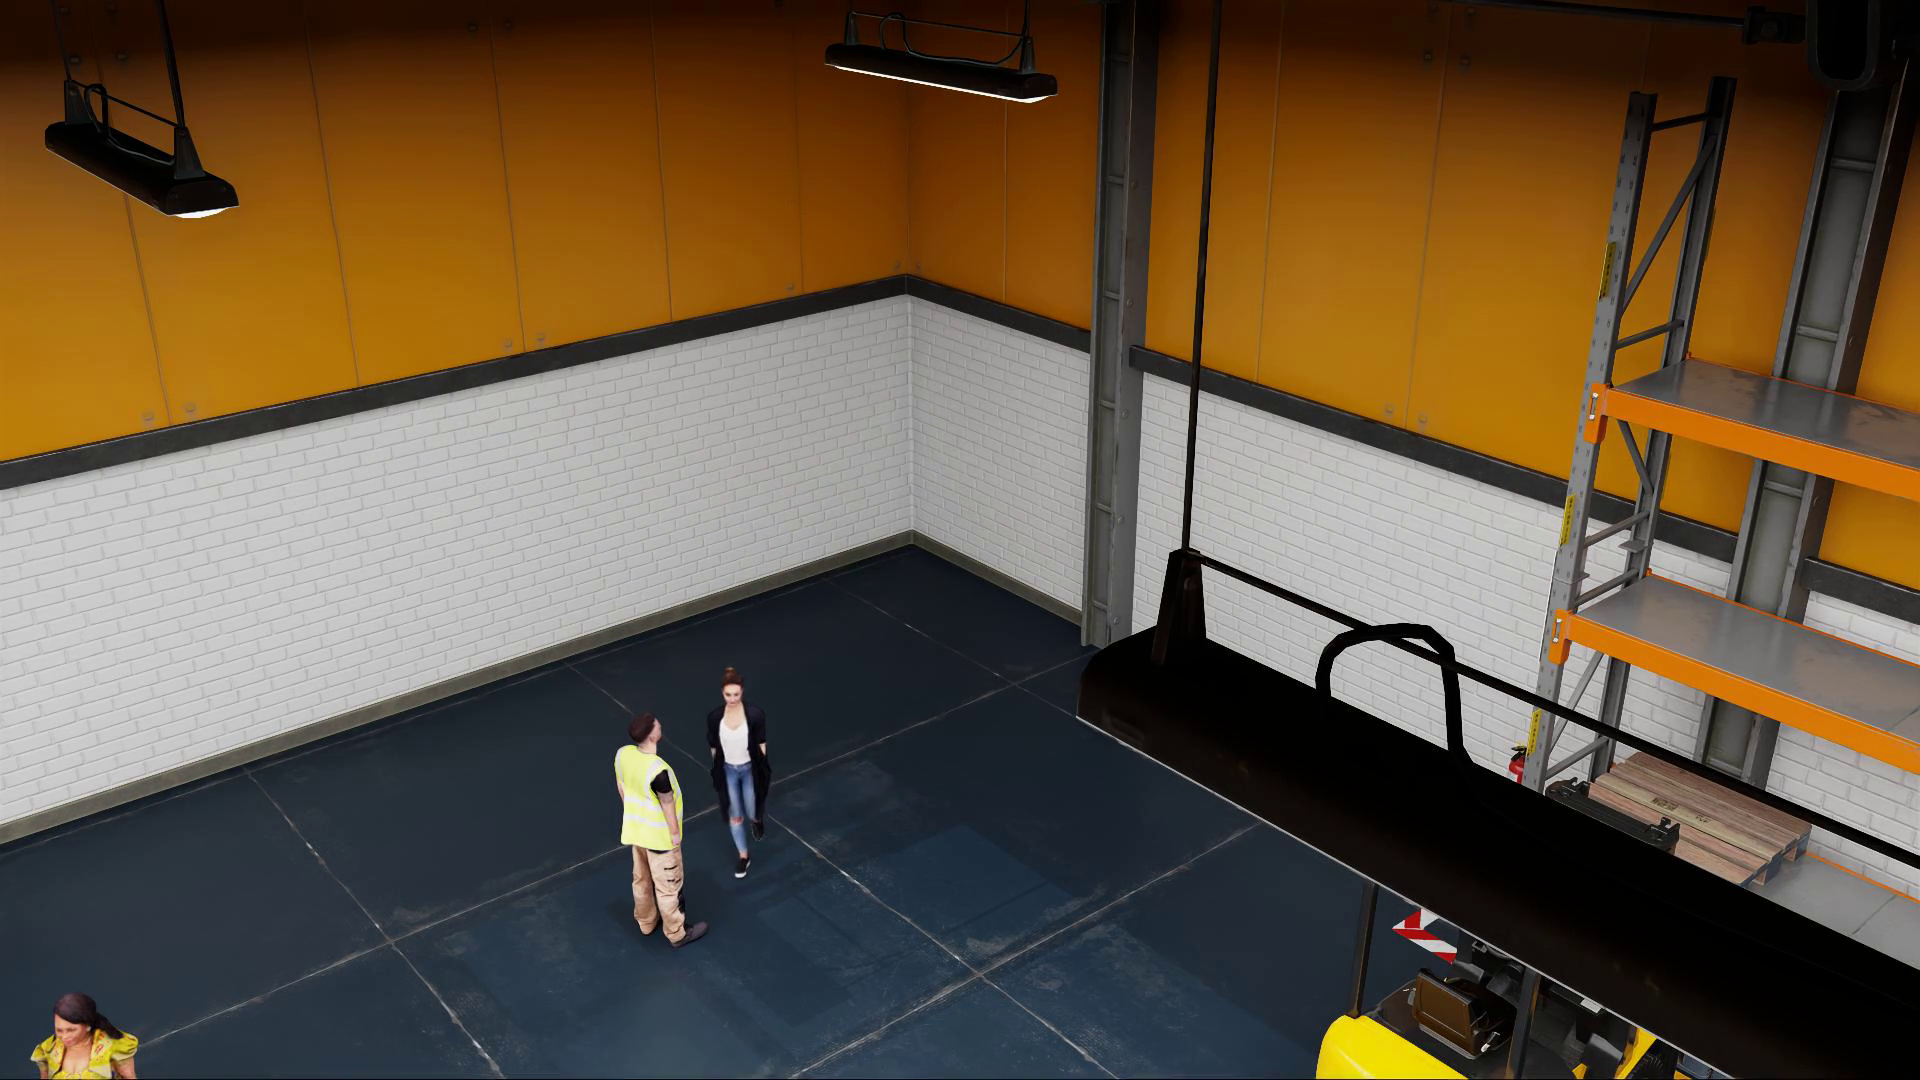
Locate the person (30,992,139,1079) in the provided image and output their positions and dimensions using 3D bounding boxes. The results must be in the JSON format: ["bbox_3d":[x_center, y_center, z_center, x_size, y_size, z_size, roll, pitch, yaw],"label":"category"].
[{"bbox_3d":[-4.751,3.179,9.196,0.988,1.659,0.985,-5,24,-11],"label":"person"}]

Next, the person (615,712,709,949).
[{"bbox_3d":[-2.130,2.009,11.637,0.721,1.847,0.818,17,29,34],"label":"person"}]

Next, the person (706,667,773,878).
[{"bbox_3d":[-1.643,1.699,12.561,0.889,1.675,0.951,2,24,4],"label":"person"}]
